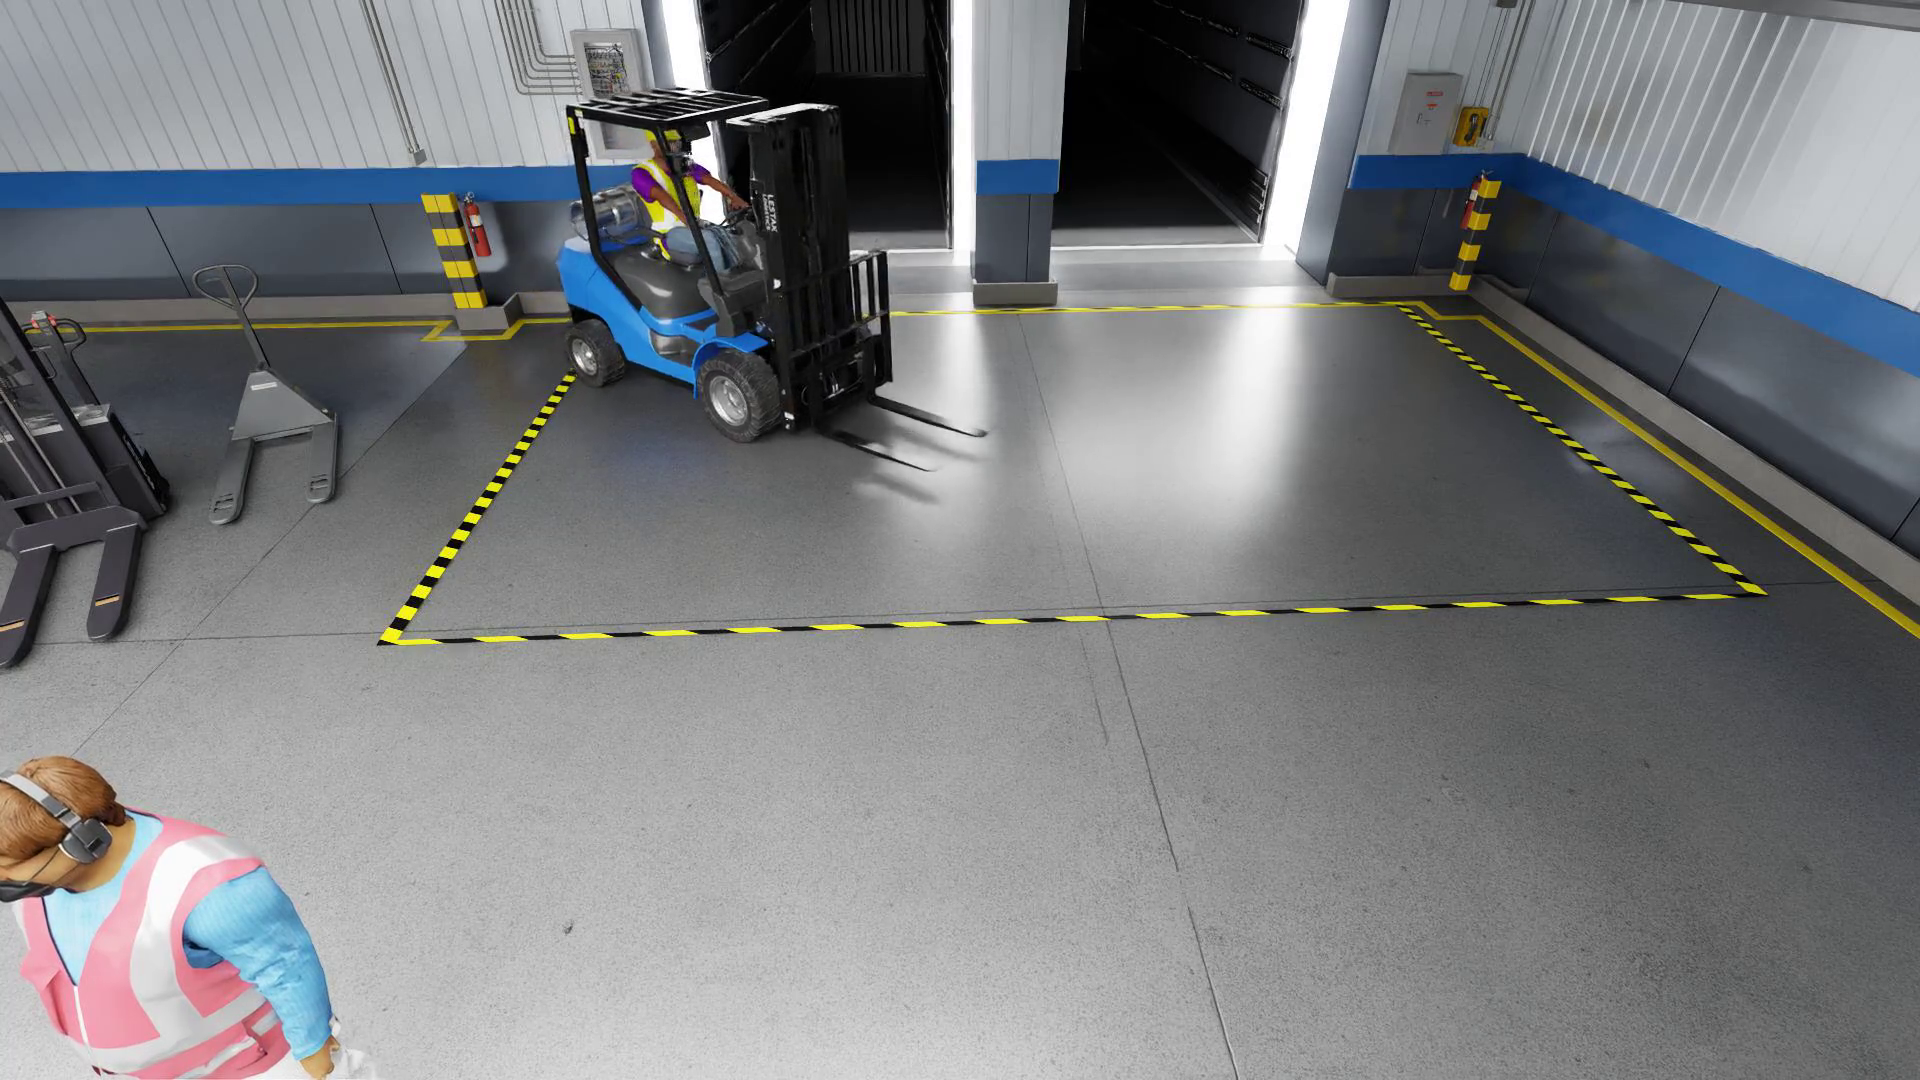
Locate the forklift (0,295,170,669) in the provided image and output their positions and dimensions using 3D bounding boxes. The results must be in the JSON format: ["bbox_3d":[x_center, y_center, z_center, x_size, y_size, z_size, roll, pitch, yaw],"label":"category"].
[{"bbox_3d":[-5.212,-0.618,4.878,0.823,1.965,1.885,-20,39,-26],"label":"forklift"}]

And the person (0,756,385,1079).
[{"bbox_3d":[-1.898,1.233,2.352,0.632,1.842,0.429,7,35,10],"label":"person"}]

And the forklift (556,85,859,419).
[{"bbox_3d":[-1.938,-2.236,6.892,2.680,2.036,1.157,22,40,28],"label":"forklift"}]

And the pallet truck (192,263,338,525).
[{"bbox_3d":[-4.778,-1.027,6.128,0.680,1.201,1.601,-17,38,-23],"label":"pallet truck"}]

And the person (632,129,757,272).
[{"bbox_3d":[-1.894,-2.366,6.752,1.004,1.293,0.635,22,40,28],"label":"person"}]
